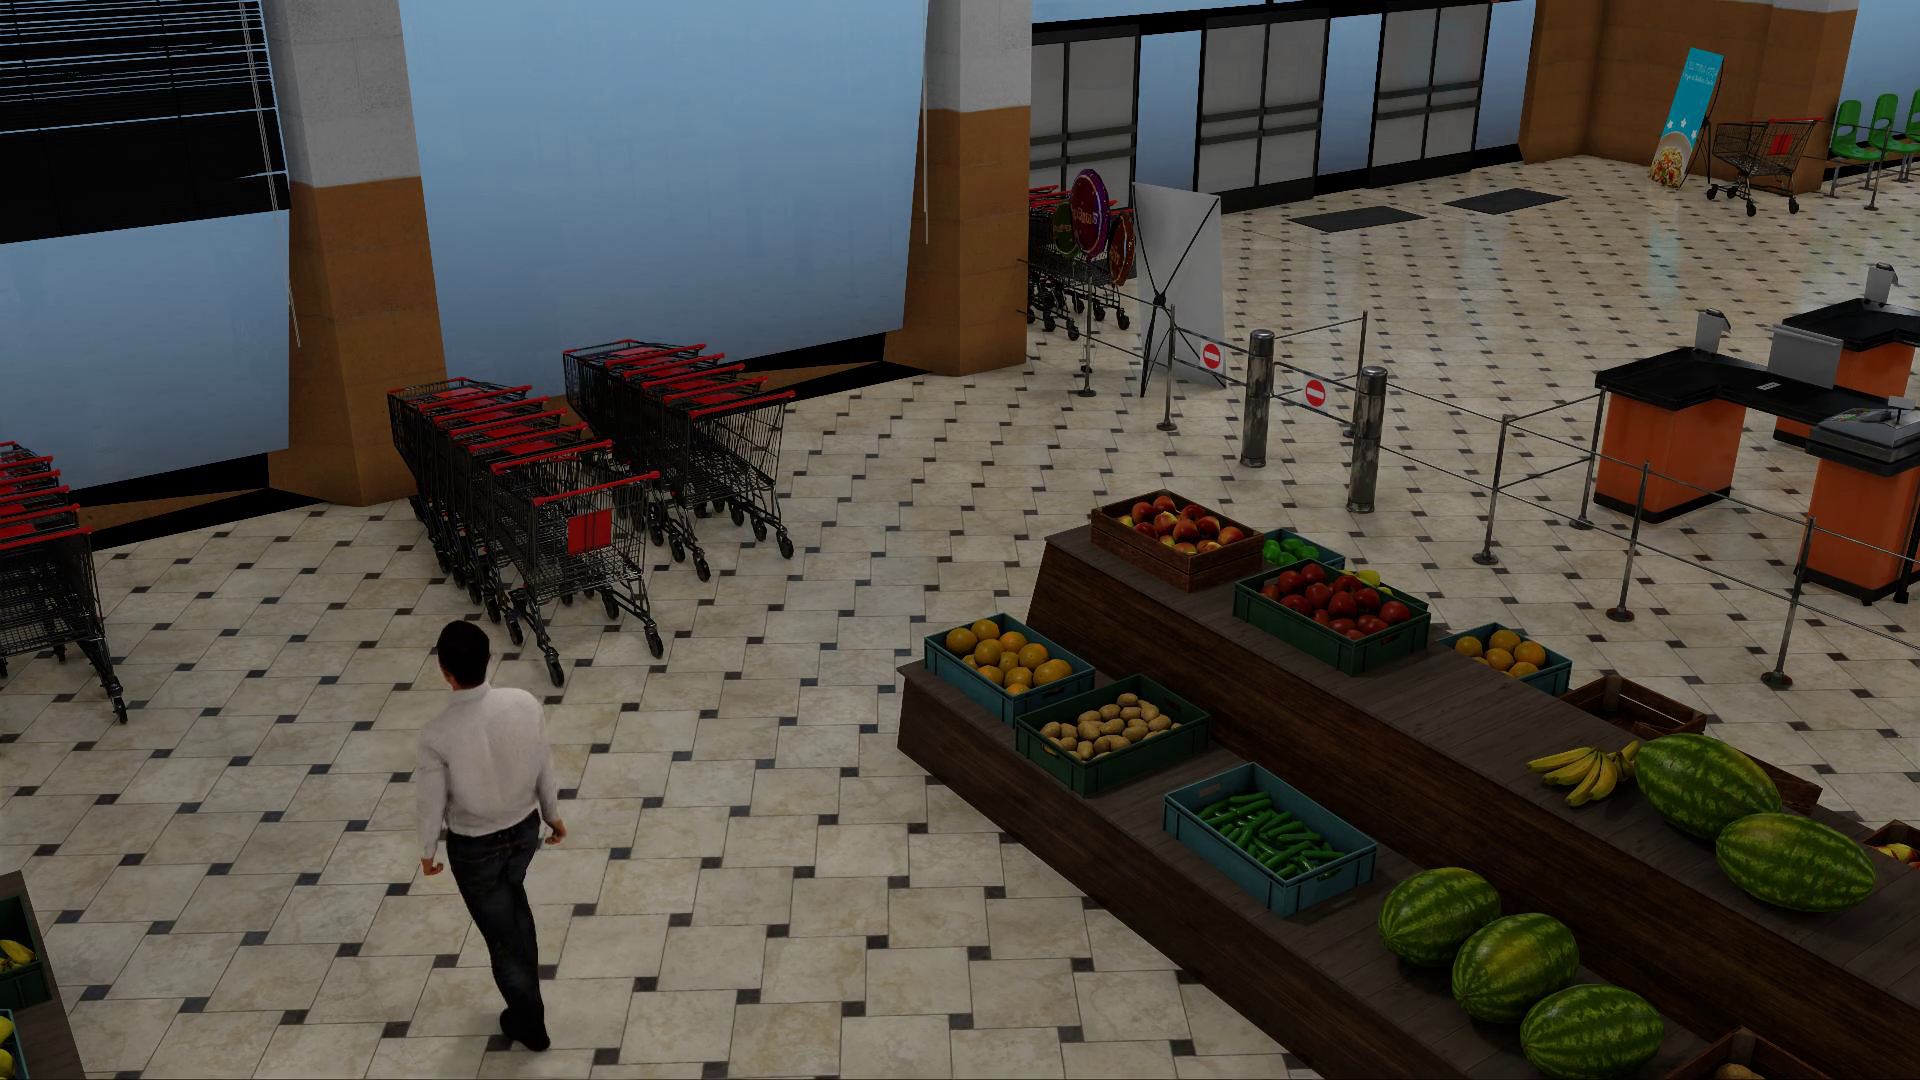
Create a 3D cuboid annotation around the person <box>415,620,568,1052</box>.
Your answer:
[{"bbox_3d":[-1.686,1.162,6.192,0.740,1.800,0.692,-21,31,-39],"label":"person"}]
